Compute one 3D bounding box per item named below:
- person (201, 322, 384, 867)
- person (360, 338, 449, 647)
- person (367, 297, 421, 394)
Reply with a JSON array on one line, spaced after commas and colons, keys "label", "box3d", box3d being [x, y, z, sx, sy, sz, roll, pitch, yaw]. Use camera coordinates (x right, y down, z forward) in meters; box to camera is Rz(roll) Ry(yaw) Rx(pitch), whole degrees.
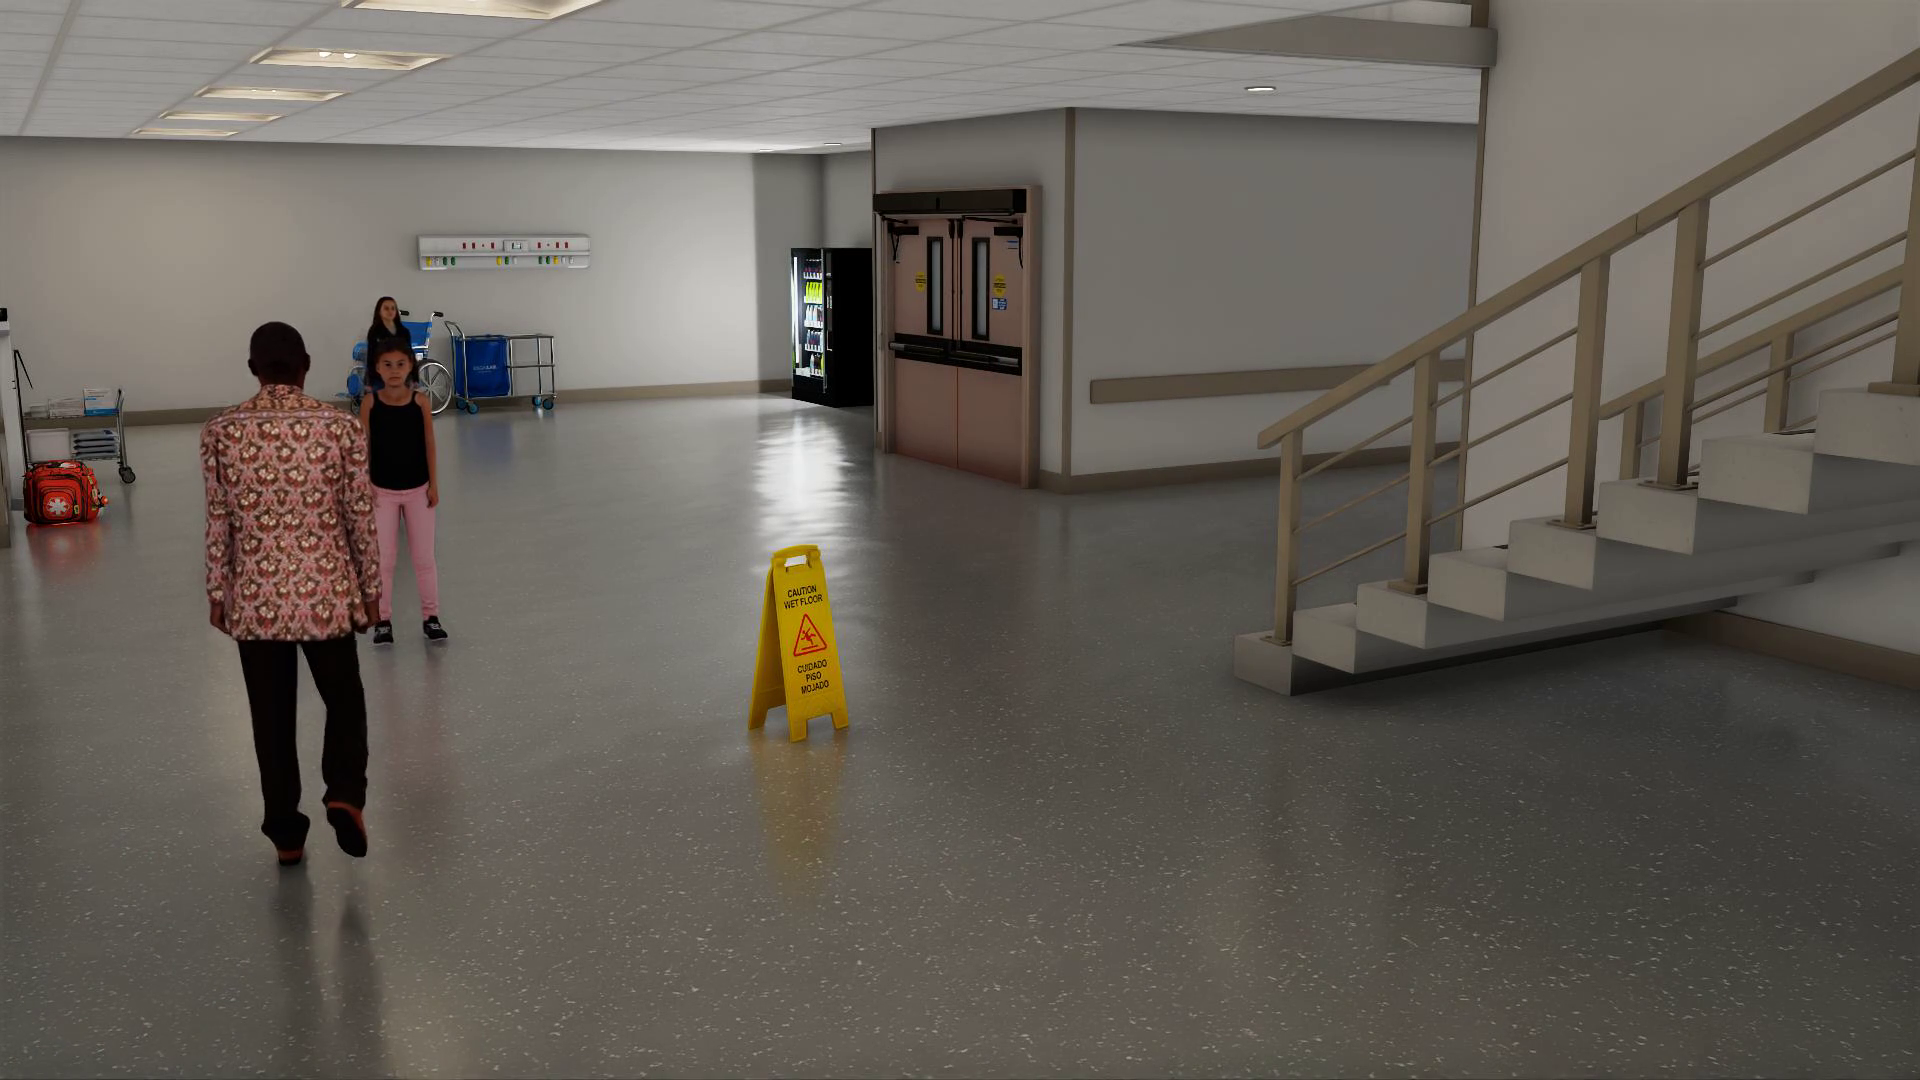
[{"label": "person", "box3d": [-2.158, 0.212, 5.380, 0.770, 1.790, 0.867, -4, 11, -20]}, {"label": "person", "box3d": [-2.825, -0.244, 8.393, 0.538, 1.562, 0.530, -4, 11, -21]}, {"label": "person", "box3d": [-5.169, -1.450, 15.070, 0.677, 1.444, 0.988, -8, 14, -38]}]
